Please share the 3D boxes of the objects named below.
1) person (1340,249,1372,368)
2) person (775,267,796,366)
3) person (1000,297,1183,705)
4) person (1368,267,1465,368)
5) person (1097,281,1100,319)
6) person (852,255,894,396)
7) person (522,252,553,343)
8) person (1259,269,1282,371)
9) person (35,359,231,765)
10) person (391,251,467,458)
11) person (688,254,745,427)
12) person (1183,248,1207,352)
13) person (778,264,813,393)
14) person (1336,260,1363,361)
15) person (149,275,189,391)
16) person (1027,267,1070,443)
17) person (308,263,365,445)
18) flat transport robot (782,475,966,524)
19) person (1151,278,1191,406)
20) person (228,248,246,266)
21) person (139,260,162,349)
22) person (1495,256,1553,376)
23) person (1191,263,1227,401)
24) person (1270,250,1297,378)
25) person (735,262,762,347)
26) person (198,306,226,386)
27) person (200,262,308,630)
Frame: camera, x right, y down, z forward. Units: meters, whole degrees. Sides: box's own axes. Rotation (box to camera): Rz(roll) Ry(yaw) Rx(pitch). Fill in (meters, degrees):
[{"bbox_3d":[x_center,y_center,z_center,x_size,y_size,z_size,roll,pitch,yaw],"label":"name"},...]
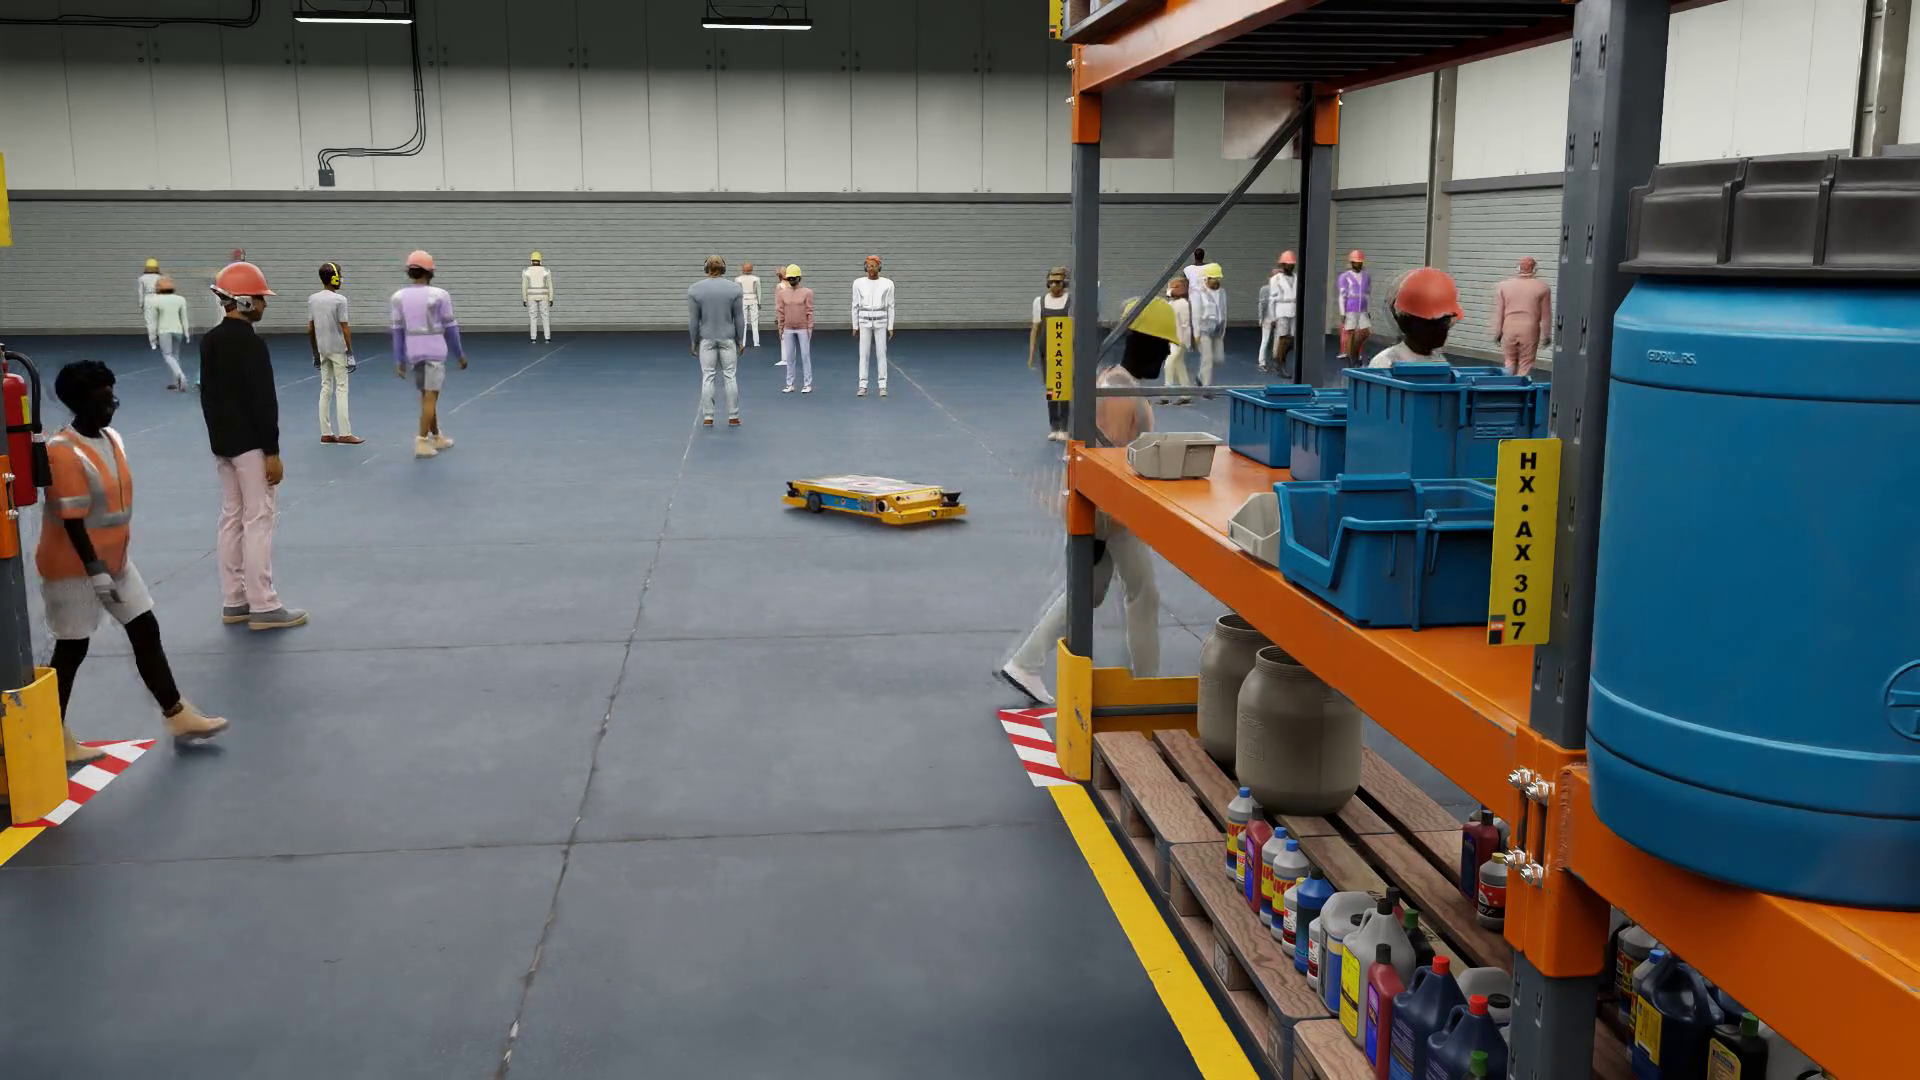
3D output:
[{"bbox_3d":[6.383,-3.713,26.829,0.579,1.926,0.387,-3,11,-18],"label":"person"},{"bbox_3d":[-2.905,-3.714,27.635,0.310,1.640,0.514,4,11,23],"label":"person"},{"bbox_3d":[0.616,-0.137,7.361,0.875,1.885,0.611,0,10,3],"label":"person"},{"bbox_3d":[1.889,-0.199,7.356,0.703,2.009,0.647,8,13,36],"label":"person"},{"bbox_3d":[2.216,-3.988,29.139,0.513,1.639,0.307,-3,11,-16],"label":"person"},{"bbox_3d":[-1.167,-2.866,22.322,0.575,1.882,0.355,0,10,1],"label":"person"},{"bbox_3d":[-8.472,-4.859,33.379,0.600,1.830,0.403,-3,11,-15],"label":"person"},{"bbox_3d":[4.995,-3.507,26.535,0.527,1.629,0.287,-3,11,-15],"label":"person"},{"bbox_3d":[-3.410,0.103,6.681,0.752,1.655,0.555,0,10,0],"label":"person"},{"bbox_3d":[-5.194,-1.818,16.262,0.614,2.004,0.910,3,11,16],"label":"person"},{"bbox_3d":[-2.724,-2.227,18.660,0.628,1.940,0.373,-1,10,-7],"label":"person"},{"bbox_3d":[4.433,-4.449,30.891,0.590,1.922,0.392,0,10,1],"label":"person"},{"bbox_3d":[-2.249,-2.884,22.765,0.518,1.756,0.344,3,11,14],"label":"person"},{"bbox_3d":[6.796,-3.980,28.822,0.539,1.745,0.690,-2,11,-11],"label":"person"},{"bbox_3d":[-10.917,-2.854,23.034,0.722,1.611,0.503,8,13,38],"label":"person"},{"bbox_3d":[0.969,-1.915,17.287,0.512,1.821,0.649,4,11,21],"label":"person"},{"bbox_3d":[-6.442,-1.908,17.106,0.534,1.868,0.310,4,11,22],"label":"person"},{"bbox_3d":[-0.681,-0.332,12.846,0.652,0.197,1.431,-10,14,-42],"label":"flat transport robot"},{"bbox_3d":[2.631,-2.483,20.939,0.699,1.606,0.533,-3,11,-15],"label":"person"},{"bbox_3d":[-14.731,-5.033,34.170,0.642,1.918,0.408,6,12,31],"label":"person"},{"bbox_3d":[-15.392,-4.498,31.765,0.505,1.693,0.904,-4,11,-19],"label":"person"},{"bbox_3d":[7.048,-2.582,20.767,0.663,1.888,0.574,8,13,37],"label":"person"},{"bbox_3d":[3.239,-2.726,21.788,0.597,1.802,0.520,-7,12,-32],"label":"person"},{"bbox_3d":[4.932,-3.414,25.203,0.560,1.923,0.506,-4,11,-20],"label":"person"},{"bbox_3d":[-4.101,-4.556,32.248,0.515,1.641,0.308,-1,10,-5],"label":"person"},{"bbox_3d":[-9.706,-2.759,22.130,0.826,1.737,0.522,-8,13,-38],"label":"person"},{"bbox_3d":[-3.892,-0.513,9.111,0.623,1.992,0.396,9,13,39],"label":"person"}]
